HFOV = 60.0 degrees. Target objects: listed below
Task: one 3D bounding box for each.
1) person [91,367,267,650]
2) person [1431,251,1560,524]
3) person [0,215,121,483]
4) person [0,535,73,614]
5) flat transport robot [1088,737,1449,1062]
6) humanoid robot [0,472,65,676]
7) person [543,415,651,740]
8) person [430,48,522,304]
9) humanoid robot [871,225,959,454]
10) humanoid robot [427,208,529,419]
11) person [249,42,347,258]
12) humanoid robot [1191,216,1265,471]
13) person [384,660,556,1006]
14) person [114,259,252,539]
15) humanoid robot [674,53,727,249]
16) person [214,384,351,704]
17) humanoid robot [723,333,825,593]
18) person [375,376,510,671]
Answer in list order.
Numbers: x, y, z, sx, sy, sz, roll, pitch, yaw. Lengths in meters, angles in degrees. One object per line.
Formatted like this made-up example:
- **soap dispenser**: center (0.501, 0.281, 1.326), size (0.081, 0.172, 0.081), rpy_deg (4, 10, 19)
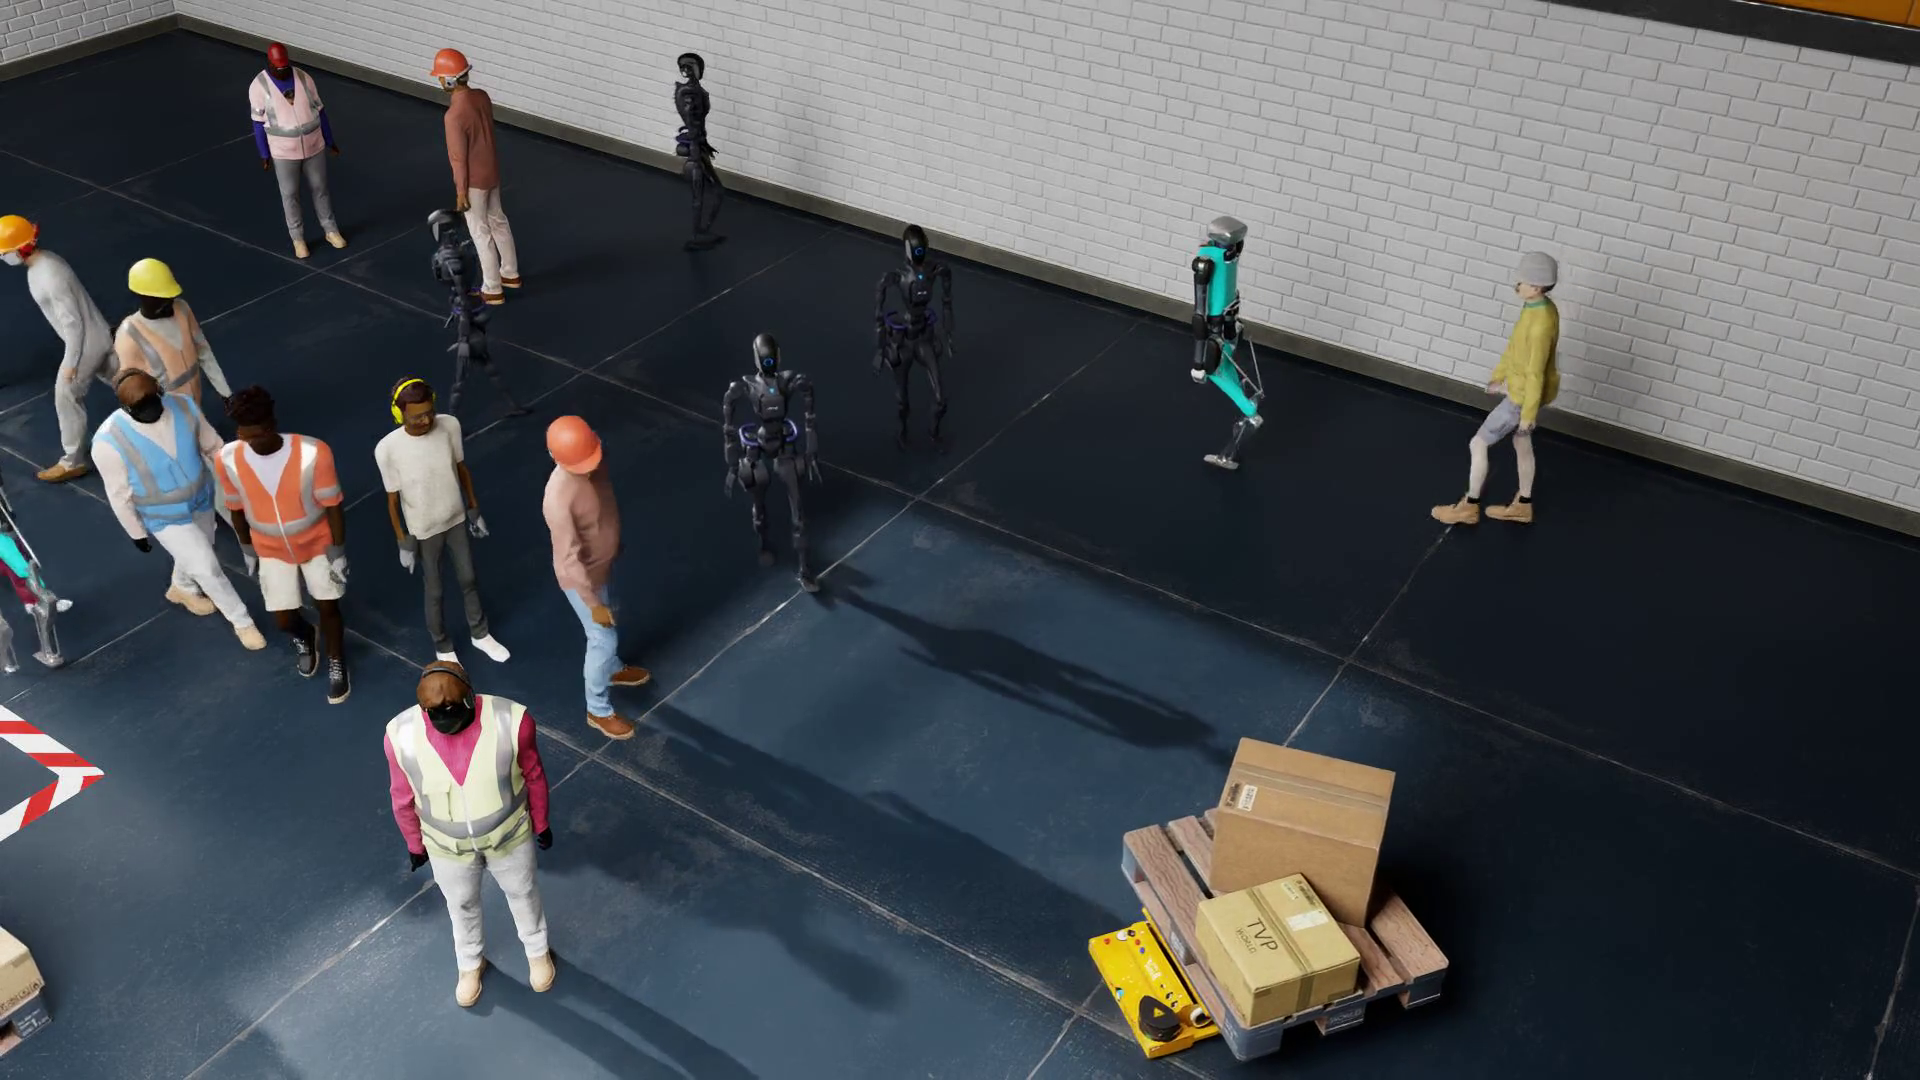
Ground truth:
- **person**: center (-4.374, -0.221, 9.254), size (0.780, 1.797, 0.734), rpy_deg (21, 40, 27)
- **person**: center (3.332, -0.917, 10.188), size (0.761, 1.864, 0.500), rpy_deg (11, 37, 16)
- **person**: center (-5.727, -1.245, 10.698), size (1.005, 1.807, 0.576), rpy_deg (-19, 39, -25)
- **person**: center (-5.564, -0.184, 9.344), size (0.534, 1.613, 0.512), rpy_deg (-7, 36, -10)
- **flat transport robot**: center (1.373, 1.866, 7.597), size (1.431, 0.231, 0.659), rpy_deg (-12, 37, -16)
- **humanoid robot**: center (-5.231, 0.024, 8.977), size (0.821, 1.801, 0.548), rpy_deg (22, 41, 28)
- **person**: center (-1.897, 0.144, 8.593), size (0.391, 1.953, 0.662), rpy_deg (3, 35, 5)
- **person**: center (-3.720, -2.781, 12.743), size (0.400, 1.985, 0.616), rpy_deg (7, 36, 9)
- **humanoid robot**: center (-0.295, -1.295, 10.888), size (0.610, 1.640, 0.457), rpy_deg (-15, 38, -21)
- **humanoid robot**: center (-3.366, -1.460, 11.146), size (0.745, 1.626, 0.591), rpy_deg (-13, 37, -17)
- **person**: center (-5.376, -3.178, 13.514), size (0.612, 1.750, 0.419), rpy_deg (-23, 41, -29)
- **humanoid robot**: center (1.801, -1.124, 10.680), size (0.714, 1.899, 0.539), rpy_deg (21, 40, 27)
- **person**: center (-2.058, 1.252, 7.103), size (0.632, 1.841, 0.429), rpy_deg (-8, 36, -11)
- **person**: center (-4.604, -0.814, 10.010), size (0.911, 1.885, 0.596), rpy_deg (7, 36, 11)
- **humanoid robot**: center (-2.120, -3.148, 13.534), size (0.442, 1.646, 0.609), rpy_deg (-1, 35, -1)
- **person**: center (-3.499, 0.032, 8.761), size (0.602, 1.944, 0.437), rpy_deg (-7, 36, -10)
- **humanoid robot**: center (-1.085, -0.448, 9.694), size (0.591, 1.630, 0.713), rpy_deg (-11, 36, -15)
- **person**: center (-2.800, -0.062, 8.972), size (0.345, 1.858, 0.511), rpy_deg (29, 44, 35)
